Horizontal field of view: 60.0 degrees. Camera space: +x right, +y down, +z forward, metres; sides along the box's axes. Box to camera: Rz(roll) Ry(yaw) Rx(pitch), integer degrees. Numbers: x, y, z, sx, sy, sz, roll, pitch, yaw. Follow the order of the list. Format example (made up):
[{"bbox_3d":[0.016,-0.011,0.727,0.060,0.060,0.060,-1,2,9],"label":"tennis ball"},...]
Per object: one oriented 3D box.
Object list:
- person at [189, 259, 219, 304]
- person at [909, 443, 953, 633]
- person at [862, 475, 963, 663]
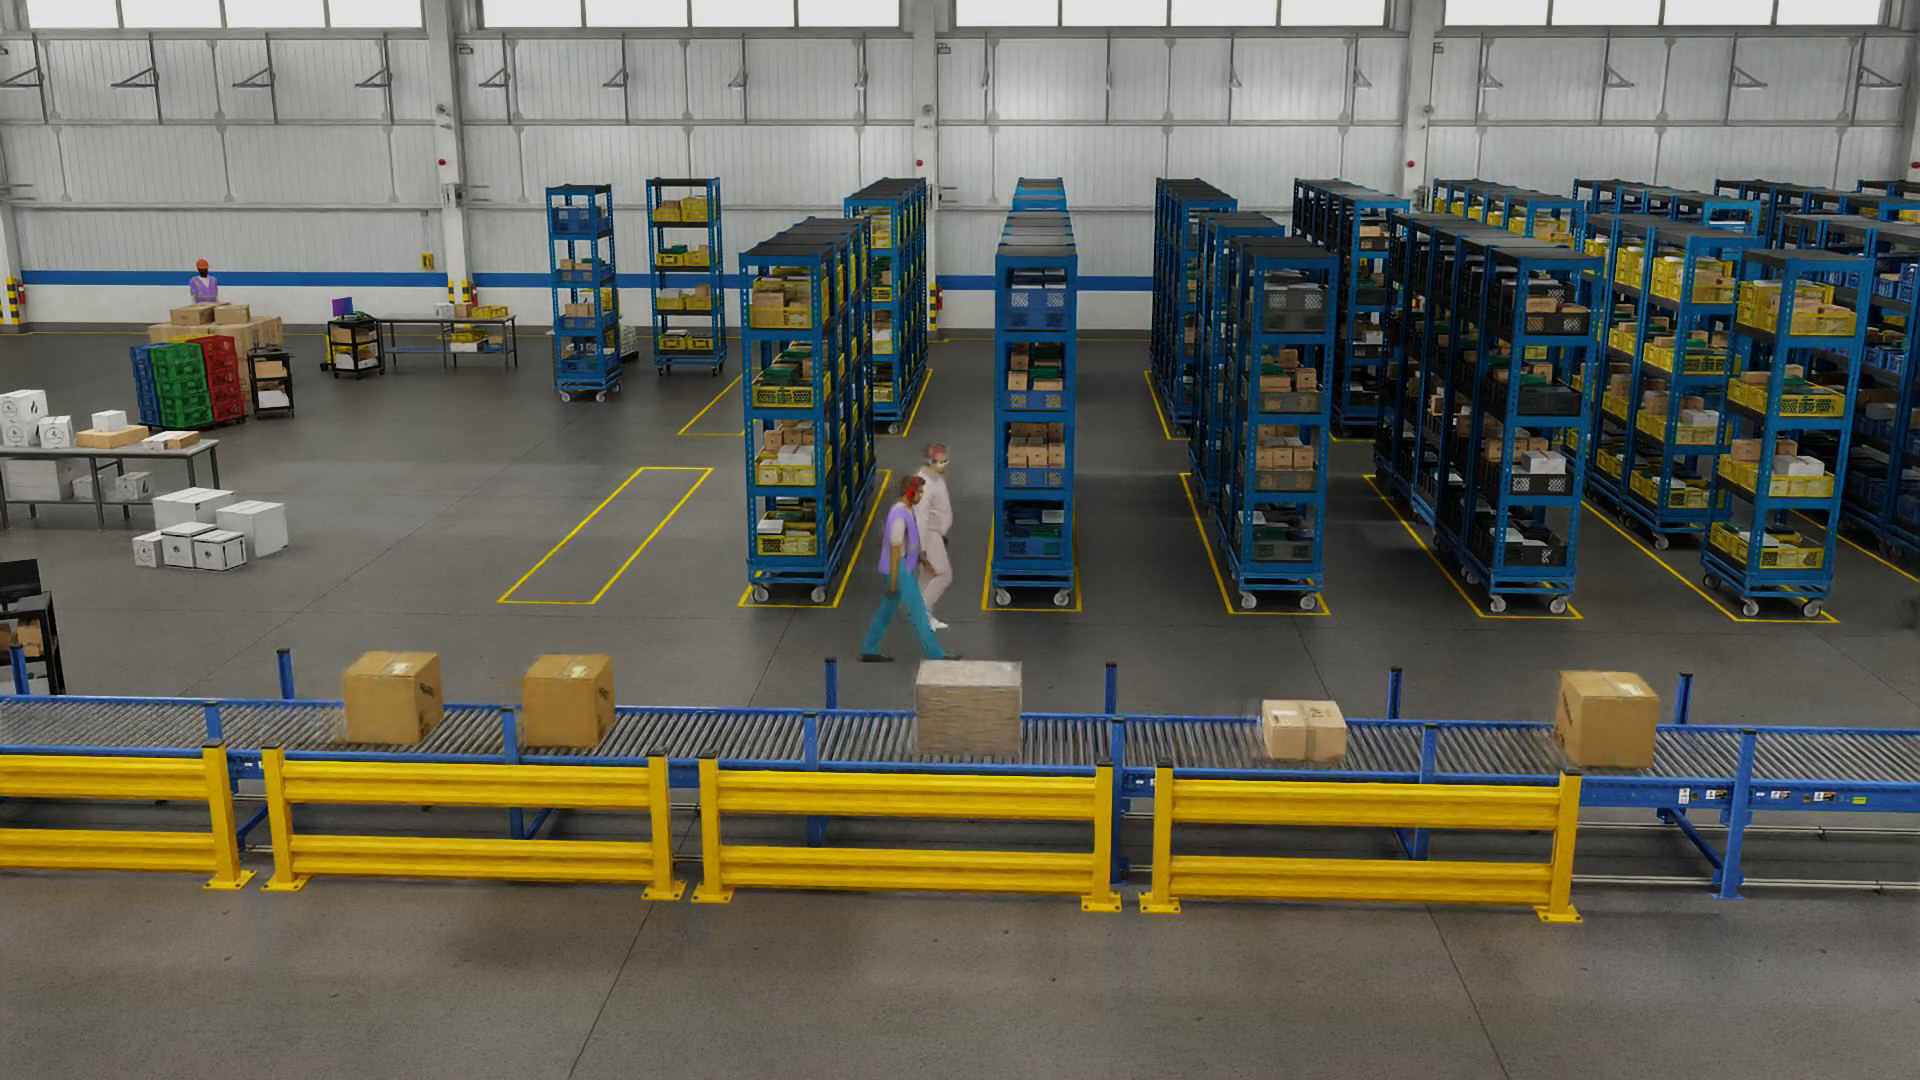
[{"bbox_3d":[-14.889,-4.584,32.885,0.357,1.938,0.542,13,20,39],"label":"person"},{"bbox_3d":[-0.251,-0.019,16.042,0.430,1.879,0.661,1,15,5],"label":"person"},{"bbox_3d":[-0.473,0.288,15.083,0.937,1.785,0.564,-1,15,-3],"label":"person"}]
